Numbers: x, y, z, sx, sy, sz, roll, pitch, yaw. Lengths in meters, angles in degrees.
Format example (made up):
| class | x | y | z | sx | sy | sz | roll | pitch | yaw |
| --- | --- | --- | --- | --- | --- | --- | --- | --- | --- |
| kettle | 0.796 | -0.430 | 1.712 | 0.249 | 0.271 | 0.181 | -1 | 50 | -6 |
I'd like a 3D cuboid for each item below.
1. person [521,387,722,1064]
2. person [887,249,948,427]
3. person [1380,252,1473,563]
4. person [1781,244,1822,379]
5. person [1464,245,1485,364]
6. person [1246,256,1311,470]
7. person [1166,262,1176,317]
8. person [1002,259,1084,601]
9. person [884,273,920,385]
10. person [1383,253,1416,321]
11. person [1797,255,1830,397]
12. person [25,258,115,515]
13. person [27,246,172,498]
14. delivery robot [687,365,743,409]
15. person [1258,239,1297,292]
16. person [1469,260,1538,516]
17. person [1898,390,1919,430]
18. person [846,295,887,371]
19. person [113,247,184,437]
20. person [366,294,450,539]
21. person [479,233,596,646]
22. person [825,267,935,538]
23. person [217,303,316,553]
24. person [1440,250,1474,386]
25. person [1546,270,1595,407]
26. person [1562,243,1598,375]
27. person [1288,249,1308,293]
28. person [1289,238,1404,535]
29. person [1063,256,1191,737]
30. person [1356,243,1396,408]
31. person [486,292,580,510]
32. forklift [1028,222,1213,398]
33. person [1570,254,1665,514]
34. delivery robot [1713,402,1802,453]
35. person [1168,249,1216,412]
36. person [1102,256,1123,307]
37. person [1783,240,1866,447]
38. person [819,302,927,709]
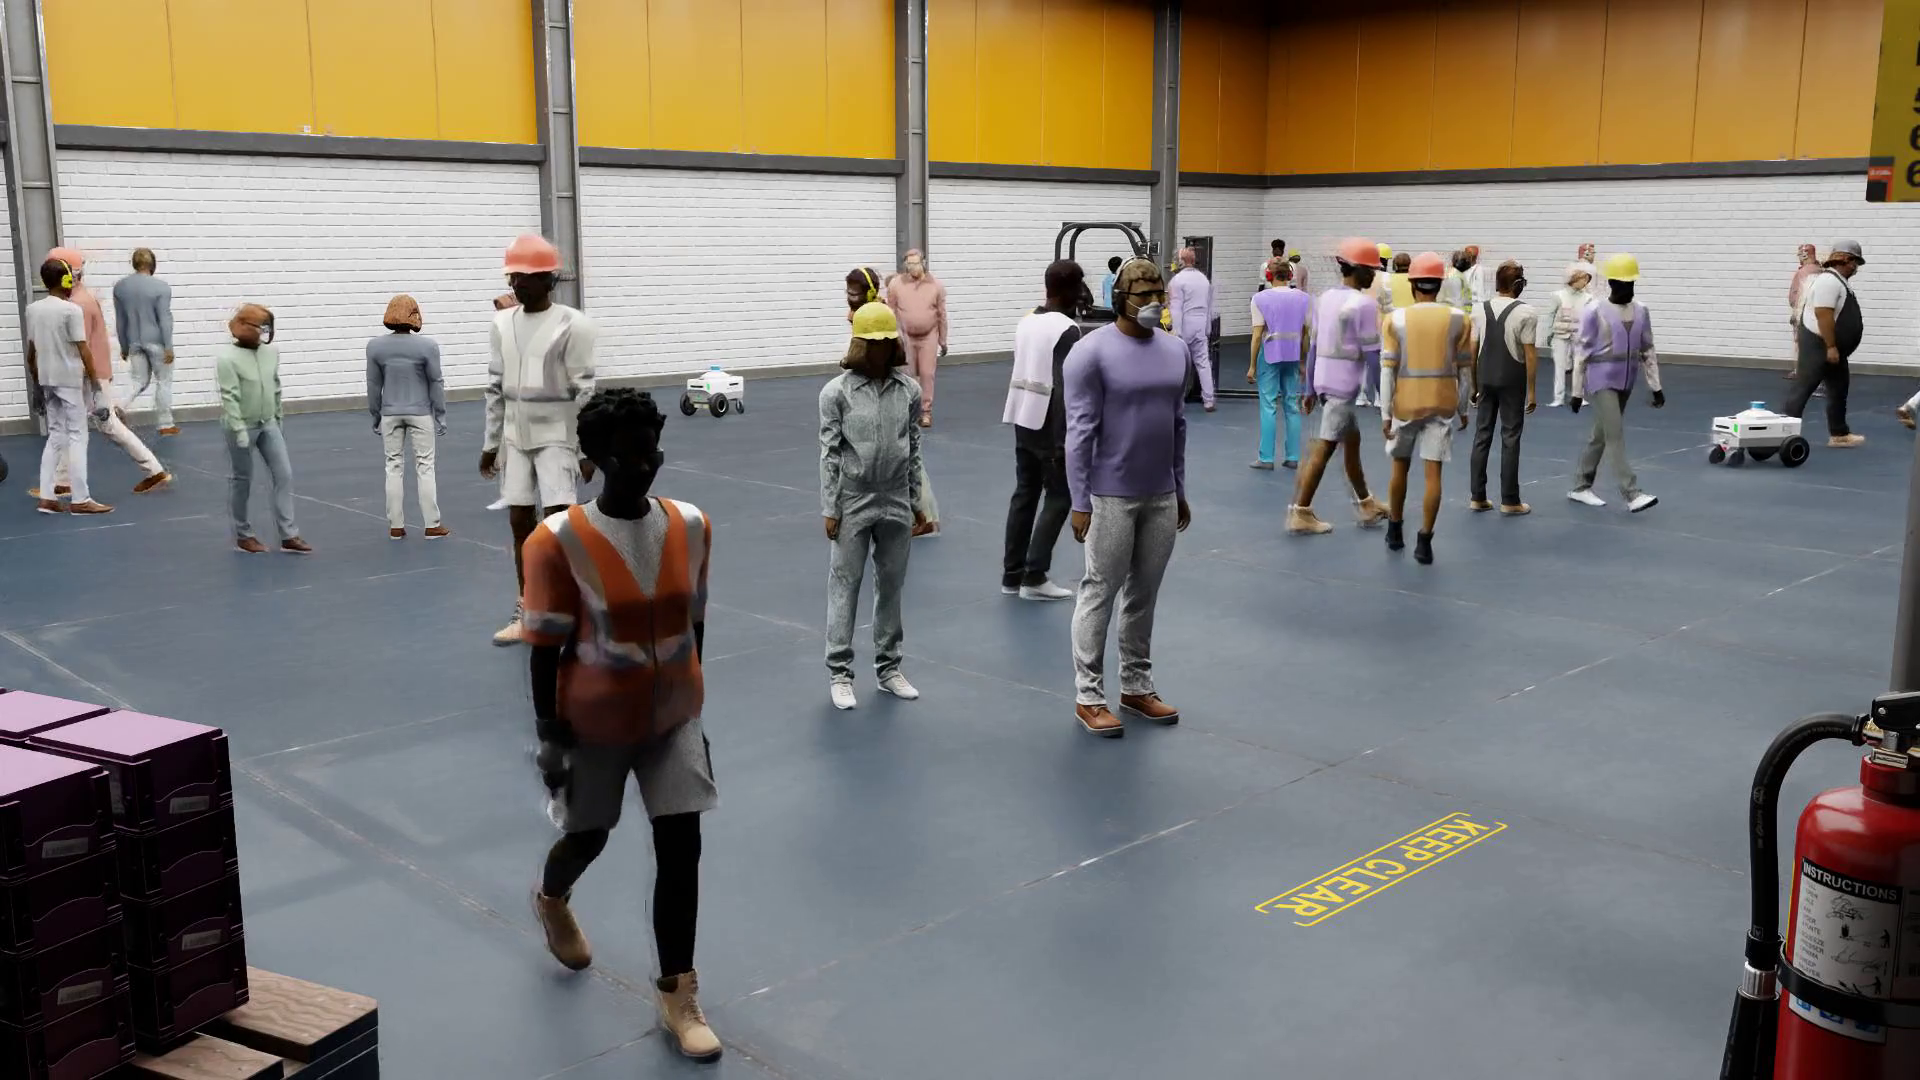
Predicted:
| class | x | y | z | sx | sy | sz | roll | pitch | yaw |
| --- | --- | --- | --- | --- | --- | --- | --- | --- | --- |
| person | -0.893 | 0.428 | 4.255 | 0.530 | 1.669 | 0.788 | -7 | 13 | -35 |
| person | -0.455 | -2.155 | 17.725 | 0.672 | 1.883 | 0.580 | 0 | 10 | -2 |
| person | 2.929 | -0.845 | 10.516 | 0.561 | 1.907 | 0.850 | 3 | 11 | 14 |
| person | 11.881 | -3.211 | 23.436 | 0.638 | 1.903 | 0.406 | -9 | 14 | -42 |
| person | 7.631 | -3.476 | 24.963 | 0.468 | 1.867 | 0.616 | -1 | 10 | -3 |
| person | 2.755 | -1.516 | 14.351 | 0.570 | 1.840 | 0.372 | -4 | 11 | -19 |
| person | 3.107 | -3.035 | 22.948 | 0.546 | 1.724 | 0.470 | 6 | 12 | 29 |
| person | 0.469 | -0.610 | 9.287 | 0.441 | 1.895 | 0.628 | -5 | 12 | -28 |
| person | -0.605 | -2.062 | 17.948 | 0.544 | 1.617 | 0.346 | 0 | 10 | 0 |
| person | 5.169 | -2.457 | 19.546 | 0.655 | 1.807 | 0.855 | 2 | 11 | 11 |
| person | 10.808 | -2.691 | 20.943 | 0.411 | 1.783 | 0.672 | -3 | 11 | -14 |
| person | -6.486 | -1.088 | 12.017 | 0.649 | 1.863 | 0.436 | 4 | 11 | 23 |
| person | -6.669 | -1.280 | 12.822 | 0.984 | 1.949 | 0.639 | -5 | 12 | -27 |
| delivery robot | -2.759 | -1.729 | 18.770 | 0.477 | 0.478 | 0.707 | 5 | 12 | 27 |
| person | 5.036 | -3.780 | 26.386 | 0.637 | 1.960 | 0.385 | 4 | 11 | 20 |
| person | 3.933 | -1.097 | 12.063 | 0.326 | 1.842 | 0.517 | -10 | 14 | -44 |
| person | 9.858 | -1.954 | 16.661 | 0.550 | 1.867 | 0.583 | -1 | 10 | -4 |
| person | -0.609 | -0.853 | 11.330 | 0.306 | 1.631 | 0.507 | 4 | 11 | 19 |
| person | -8.123 | -1.944 | 16.509 | 0.635 | 1.916 | 0.746 | 2 | 11 | 12 |
| person | -3.681 | -0.814 | 11.094 | 0.507 | 1.631 | 0.266 | 0 | 10 | 0 |
| person | -2.097 | -0.503 | 8.303 | 0.629 | 2.034 | 0.584 | 5 | 12 | 27 |
| person | -0.541 | -0.875 | 10.952 | 0.857 | 1.802 | 0.526 | -3 | 11 | -14 |
| person | -4.386 | -0.685 | 10.456 | 0.686 | 1.594 | 0.521 | 5 | 12 | 25 |
| person | 6.694 | -2.978 | 22.375 | 0.464 | 1.823 | 0.651 | 3 | 11 | 18 |
| person | 7.216 | -2.376 | 19.668 | 0.574 | 1.618 | 0.336 | 2 | 11 | 9 |
| person | 9.062 | -3.359 | 24.237 | 0.399 | 1.905 | 0.643 | -3 | 11 | -18 |
| person | 6.021 | -4.359 | 30.064 | 0.529 | 1.767 | 0.329 | -4 | 11 | -19 |
| person | 2.684 | -1.026 | 11.254 | 1.027 | 1.989 | 0.610 | -3 | 11 | -14 |
| person | 0.692 | -0.178 | 6.795 | 0.635 | 1.937 | 0.352 | -7 | 13 | -35 |
| person | 4.897 | -2.514 | 19.559 | 0.366 | 1.926 | 0.593 | -10 | 14 | -42 |
| person | -3.207 | -1.033 | 12.361 | 0.524 | 1.614 | 0.644 | 10 | 14 | 43 |
| forklift | 1.935 | -2.847 | 20.651 | 2.313 | 2.155 | 1.214 | 2 | 11 | 13 |
| person | 4.840 | -1.133 | 12.166 | 0.597 | 1.876 | 0.958 | -5 | 11 | -25 |
| delivery robot | 7.031 | -0.978 | 14.677 | 0.707 | 0.478 | 0.477 | -2 | 11 | -12 |
| person | 2.626 | -2.401 | 19.140 | 0.689 | 1.866 | 0.668 | -9 | 13 | -39 |
| person | 2.379 | -3.547 | 25.837 | 0.317 | 1.695 | 0.575 | -4 | 11 | -20 |
| person | 8.198 | -1.858 | 15.675 | 0.725 | 2.000 | 0.760 | 8 | 13 | 37 |
| person | -0.364 | -0.147 | 7.160 | 0.492 | 1.742 | 0.323 | -6 | 12 | -29 |
